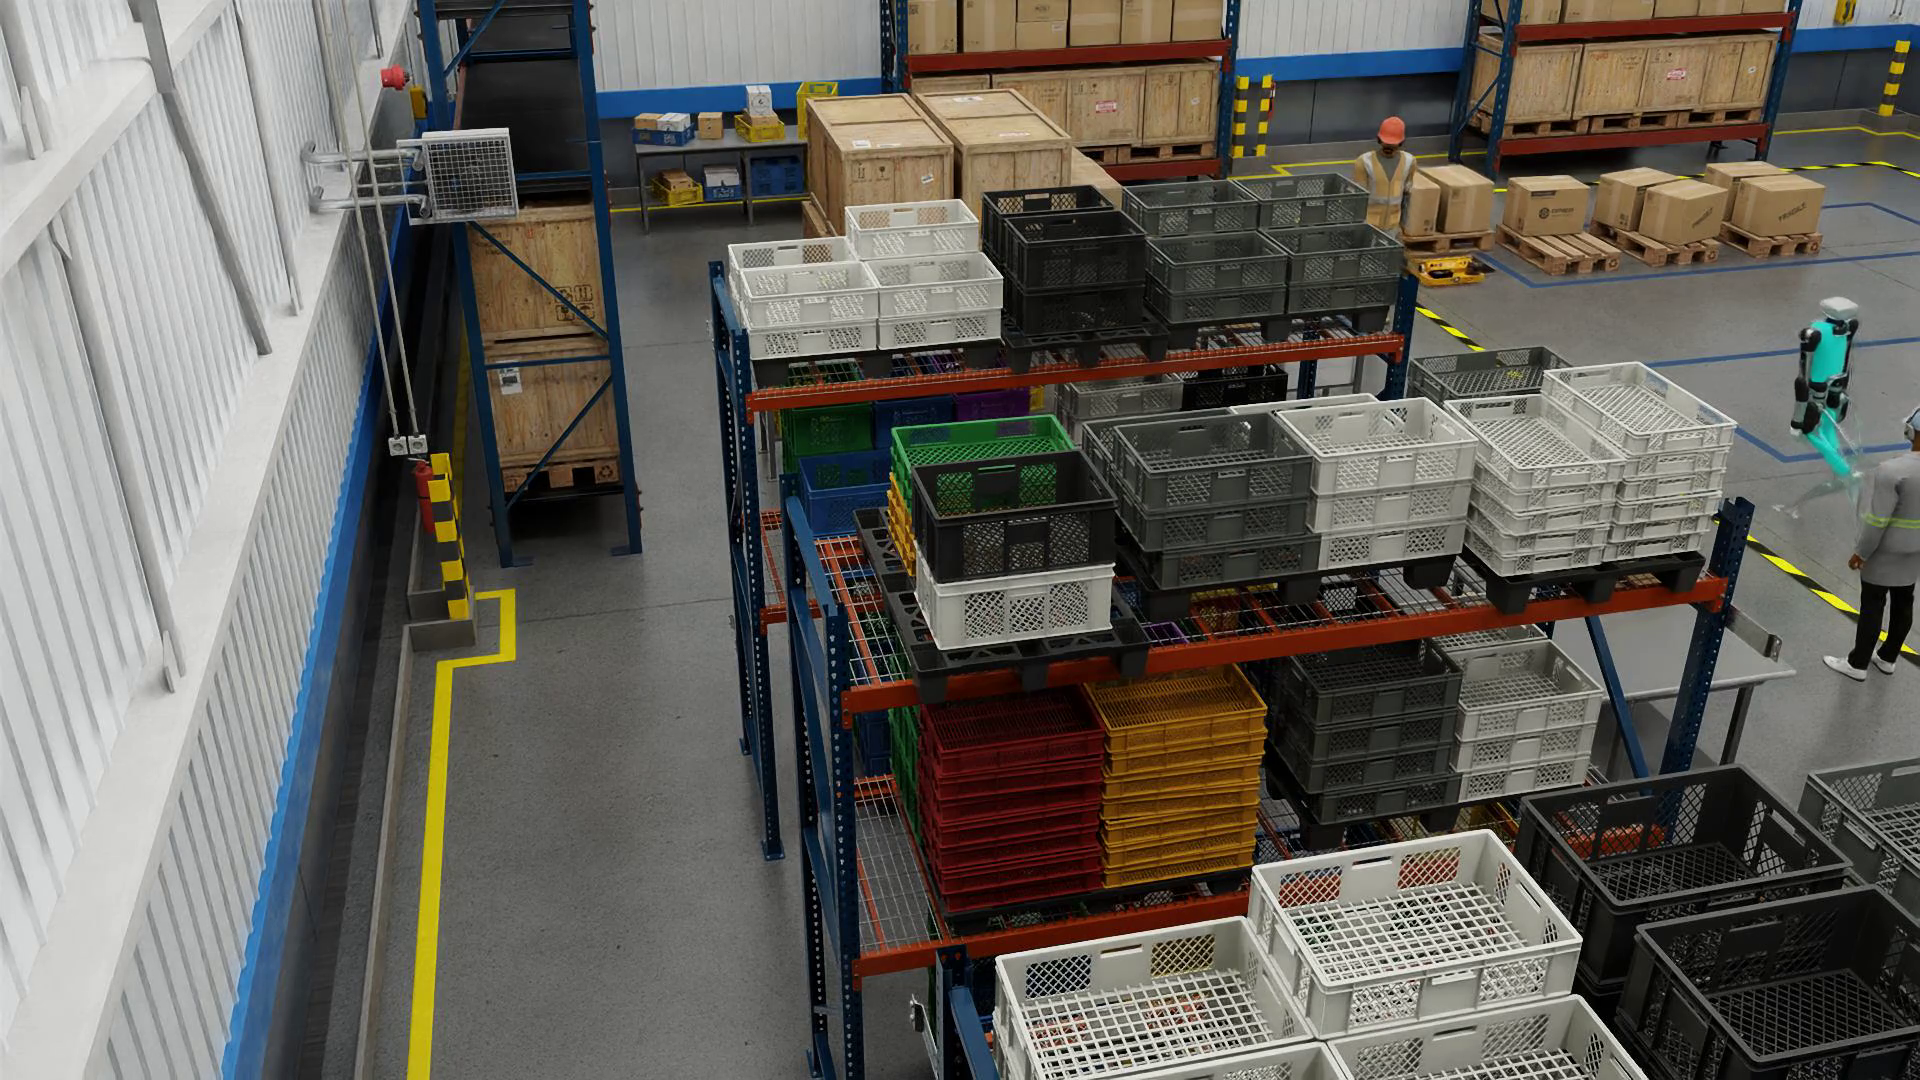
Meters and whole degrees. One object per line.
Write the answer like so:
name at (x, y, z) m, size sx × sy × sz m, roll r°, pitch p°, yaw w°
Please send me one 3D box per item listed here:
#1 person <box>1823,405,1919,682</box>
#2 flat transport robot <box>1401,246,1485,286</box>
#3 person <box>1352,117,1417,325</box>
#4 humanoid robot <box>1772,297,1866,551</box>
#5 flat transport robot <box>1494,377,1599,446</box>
person at (5.789, 0.016, 10.324) m, size 0.589 × 1.847 × 0.407 m, roll -7°, pitch 29°, yaw -13°
flat transport robot at (4.981, -3.059, 17.821) m, size 0.652 × 0.197 × 1.431 m, roll -6°, pitch 28°, yaw -12°
person at (4.027, -3.040, 15.922) m, size 0.607 × 2.035 × 0.400 m, roll -4°, pitch 28°, yaw -8°
humanoid robot at (6.455, -0.803, 12.013) m, size 0.550 × 1.759 × 0.978 m, roll -15°, pitch 31°, yaw -26°
flat transport robot at (4.780, -1.036, 14.013) m, size 0.659 × 0.231 × 1.431 m, roll -6°, pitch 28°, yaw -12°
